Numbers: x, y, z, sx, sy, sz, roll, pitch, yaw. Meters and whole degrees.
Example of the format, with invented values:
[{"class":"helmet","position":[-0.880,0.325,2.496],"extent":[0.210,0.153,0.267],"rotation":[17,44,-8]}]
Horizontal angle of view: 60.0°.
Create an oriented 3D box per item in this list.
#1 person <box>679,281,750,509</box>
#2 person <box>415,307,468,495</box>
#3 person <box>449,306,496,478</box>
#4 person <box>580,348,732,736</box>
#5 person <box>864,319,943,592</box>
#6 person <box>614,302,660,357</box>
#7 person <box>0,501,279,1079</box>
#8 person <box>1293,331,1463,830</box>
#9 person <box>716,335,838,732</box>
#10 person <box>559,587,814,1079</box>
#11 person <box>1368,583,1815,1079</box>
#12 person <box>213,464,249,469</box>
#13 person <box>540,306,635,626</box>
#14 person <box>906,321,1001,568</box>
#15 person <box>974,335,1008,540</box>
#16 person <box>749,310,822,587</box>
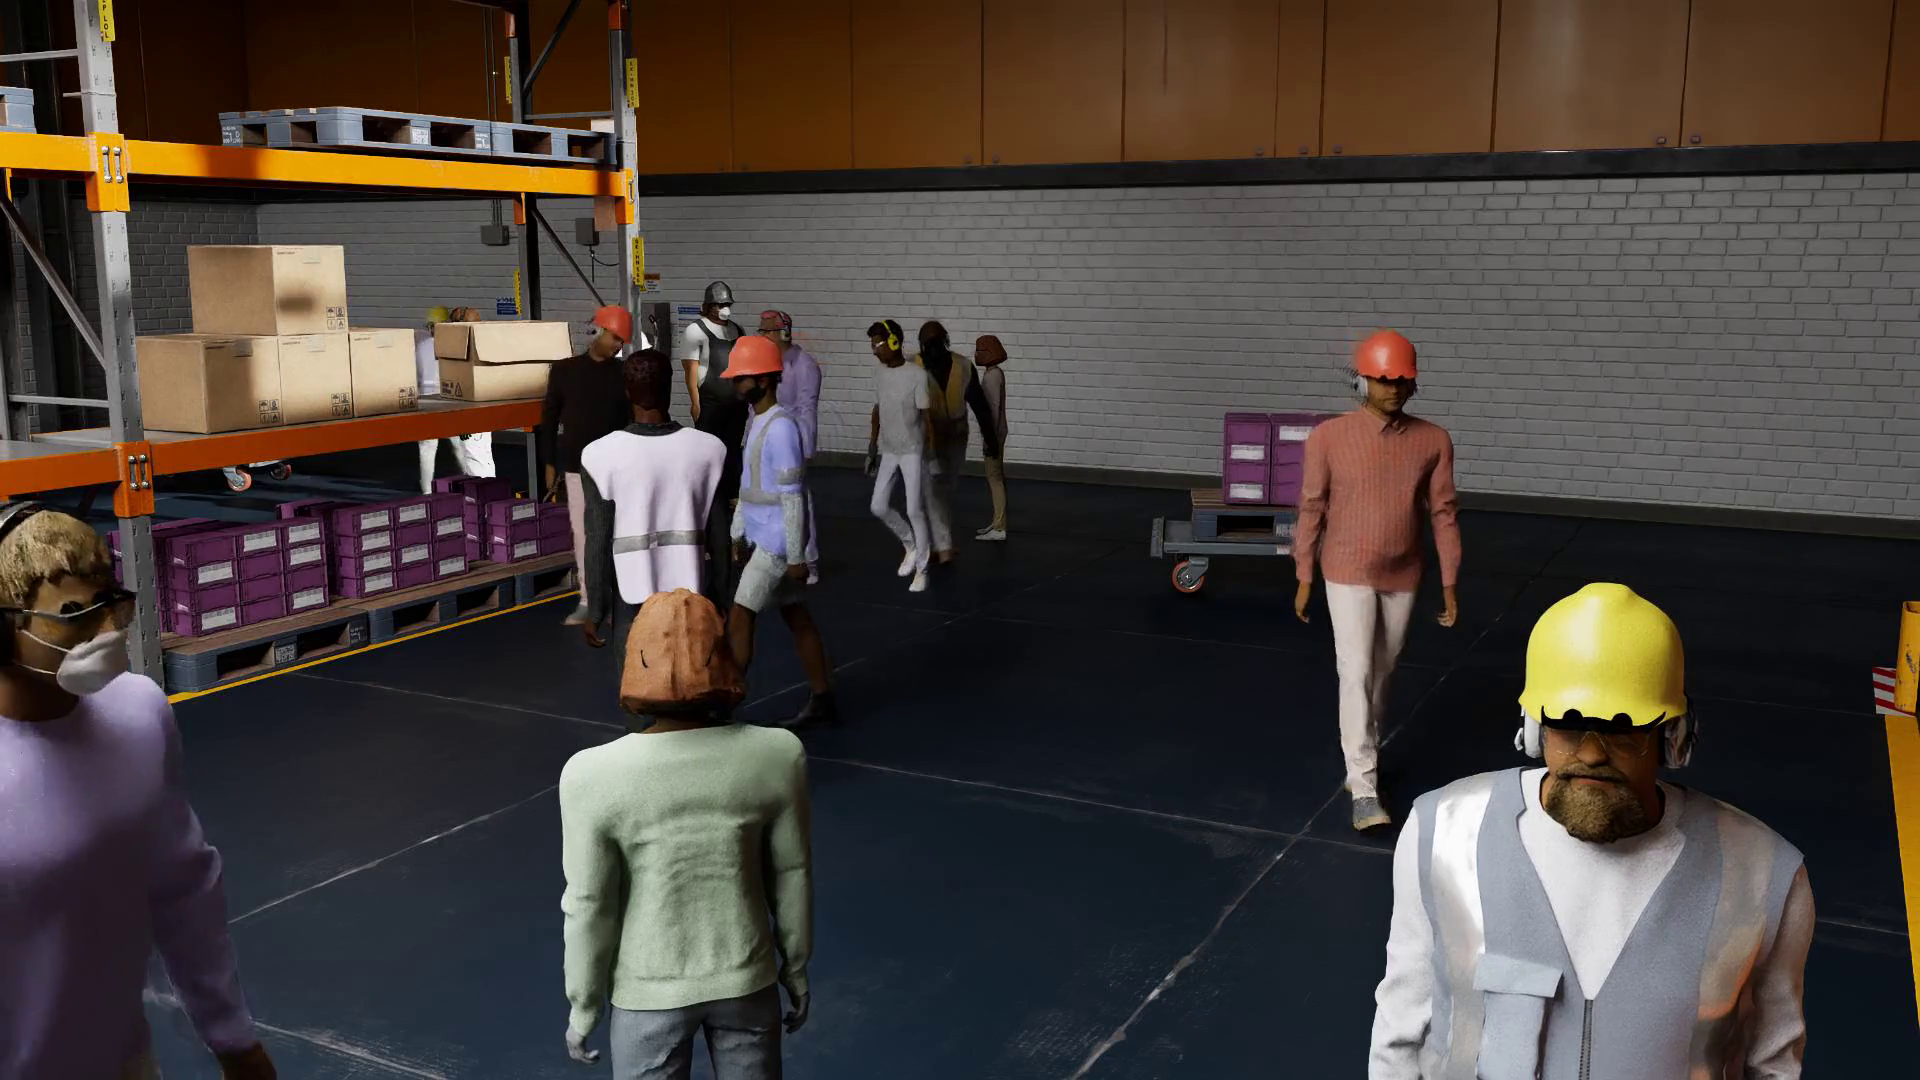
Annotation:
[{"class":"person","position":[-2.072,-1.244,14.578],"extent":[0.538,2.000,0.684],"rotation":[9,13,41]},{"class":"person","position":[-4.719,-1.228,15.204],"extent":[0.607,1.780,0.917],"rotation":[1,10,8]},{"class":"person","position":[-4.045,-1.004,13.764],"extent":[0.429,1.841,0.633],"rotation":[-1,10,-4]},{"class":"person","position":[-1.158,0.226,6.427],"extent":[0.596,1.915,0.372],"rotation":[-6,11,-29]},{"class":"person","position":[-0.369,-0.579,11.309],"extent":[0.662,1.842,0.489],"rotation":[8,12,38]},{"class":"person","position":[-2.939,-1.206,14.805],"extent":[0.573,1.887,0.355],"rotation":[-3,10,-19]},{"class":"person","position":[-1.406,0.887,2.605],"extent":[0.489,1.918,0.667],"rotation":[1,10,6]},{"class":"person","position":[1.702,0.171,6.599],"extent":[0.647,1.960,0.905],"rotation":[-1,10,-6]},{"class":"person","position":[-0.996,0.001,7.780],"extent":[0.920,1.896,0.553],"rotation":[-2,10,-10]},{"class":"person","position":[-0.535,0.904,3.319],"extent":[0.505,1.631,0.278],"rotation":[-4,11,-22]},{"class":"person","position":[0.886,0.961,2.416],"extent":[0.591,1.833,0.403],"rotation":[3,10,19]},{"class":"person","position":[-7.779,-1.720,17.595],"extent":[0.378,1.950,0.608],"rotation":[5,11,25]},{"class":"person","position":[-2.235,-0.454,10.272],"extent":[0.677,1.956,0.427],"rotation":[-1,10,-7]},{"class":"person","position":[-0.098,-0.706,12.212],"extent":[0.736,1.780,0.927],"rotation":[-4,10,-21]},{"class":"person","position":[0.249,-0.813,13.257],"extent":[0.267,1.632,0.507],"rotation":[1,10,5]},{"class":"person","position":[-1.229,-0.618,11.380],"extent":[0.647,1.901,0.402],"rotation":[9,13,43]}]
